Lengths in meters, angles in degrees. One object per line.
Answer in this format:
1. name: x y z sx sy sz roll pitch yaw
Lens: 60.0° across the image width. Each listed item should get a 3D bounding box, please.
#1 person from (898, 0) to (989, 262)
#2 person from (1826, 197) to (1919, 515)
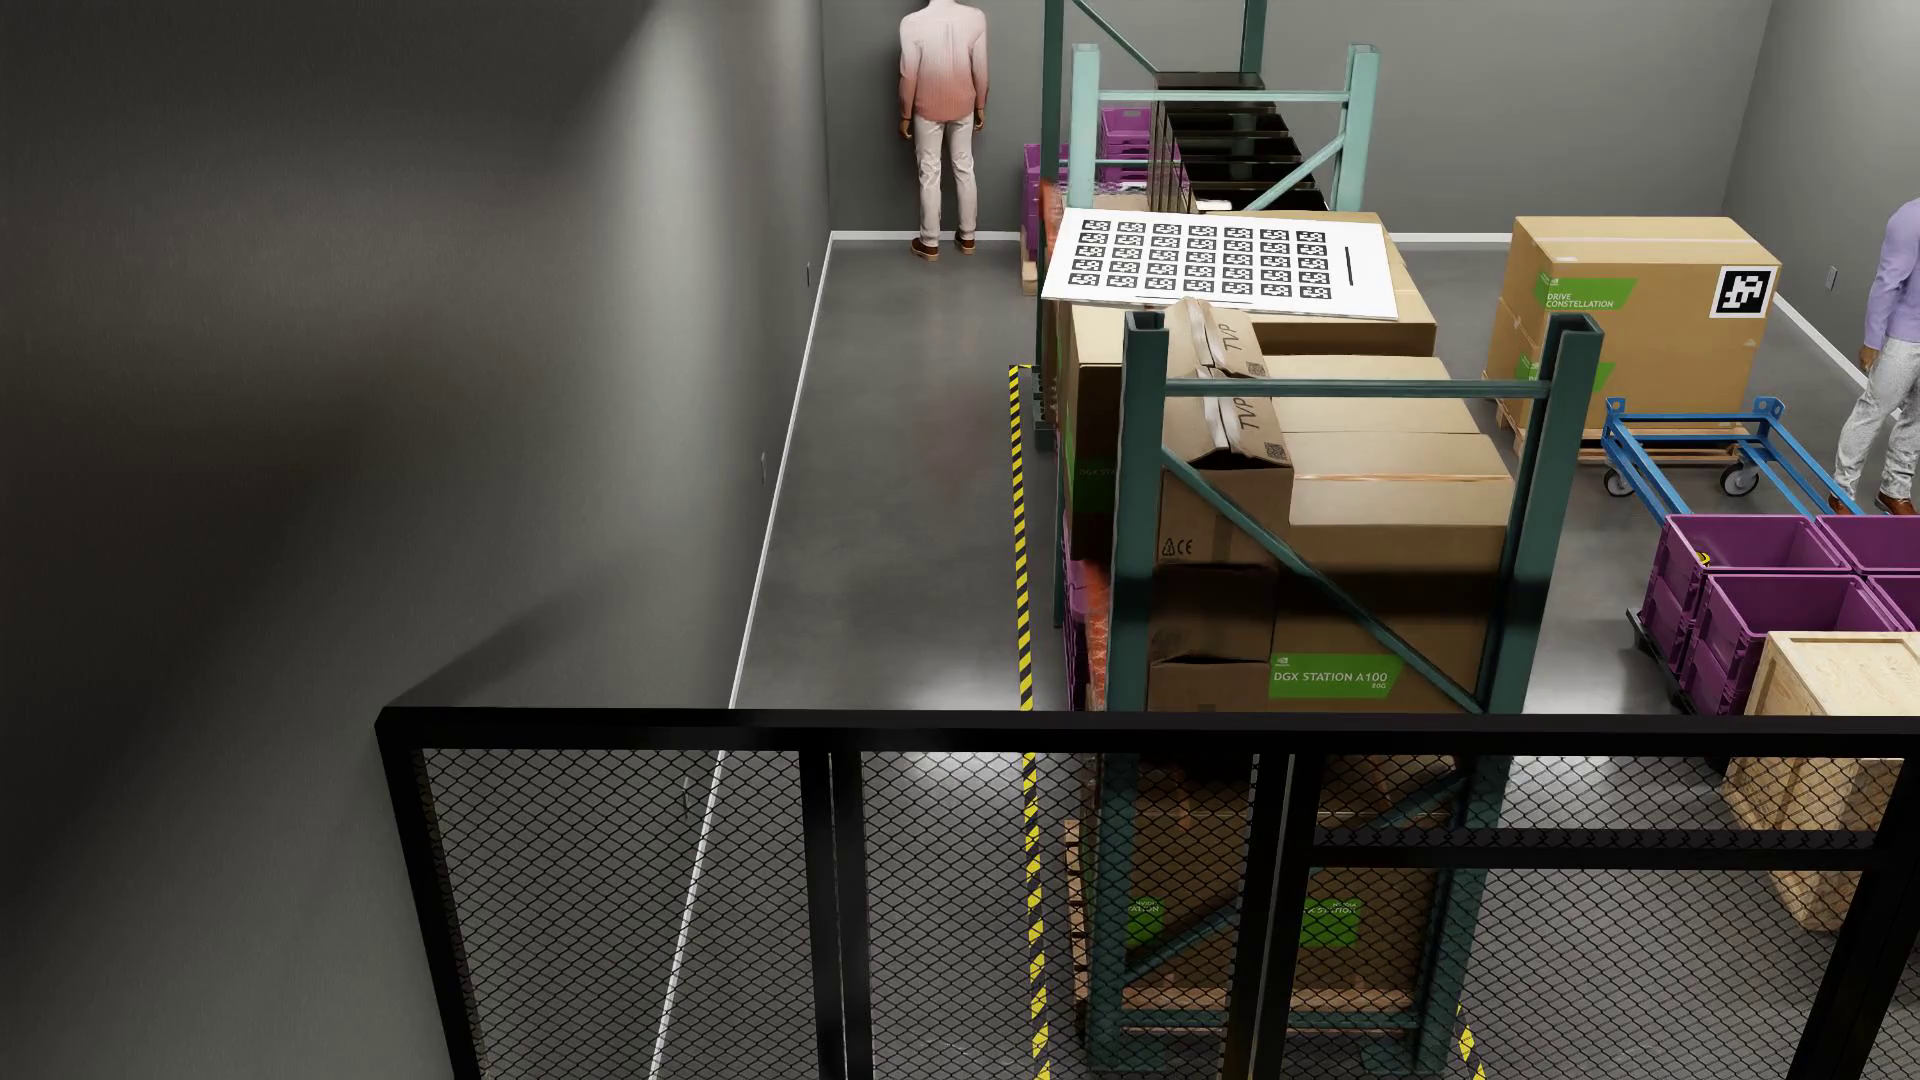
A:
1. person: -0.117 -2.822 10.849 0.623 1.992 0.392 -12 33 -20
2. person: 4.525 -0.943 7.782 0.631 1.939 0.369 -1 31 -2
